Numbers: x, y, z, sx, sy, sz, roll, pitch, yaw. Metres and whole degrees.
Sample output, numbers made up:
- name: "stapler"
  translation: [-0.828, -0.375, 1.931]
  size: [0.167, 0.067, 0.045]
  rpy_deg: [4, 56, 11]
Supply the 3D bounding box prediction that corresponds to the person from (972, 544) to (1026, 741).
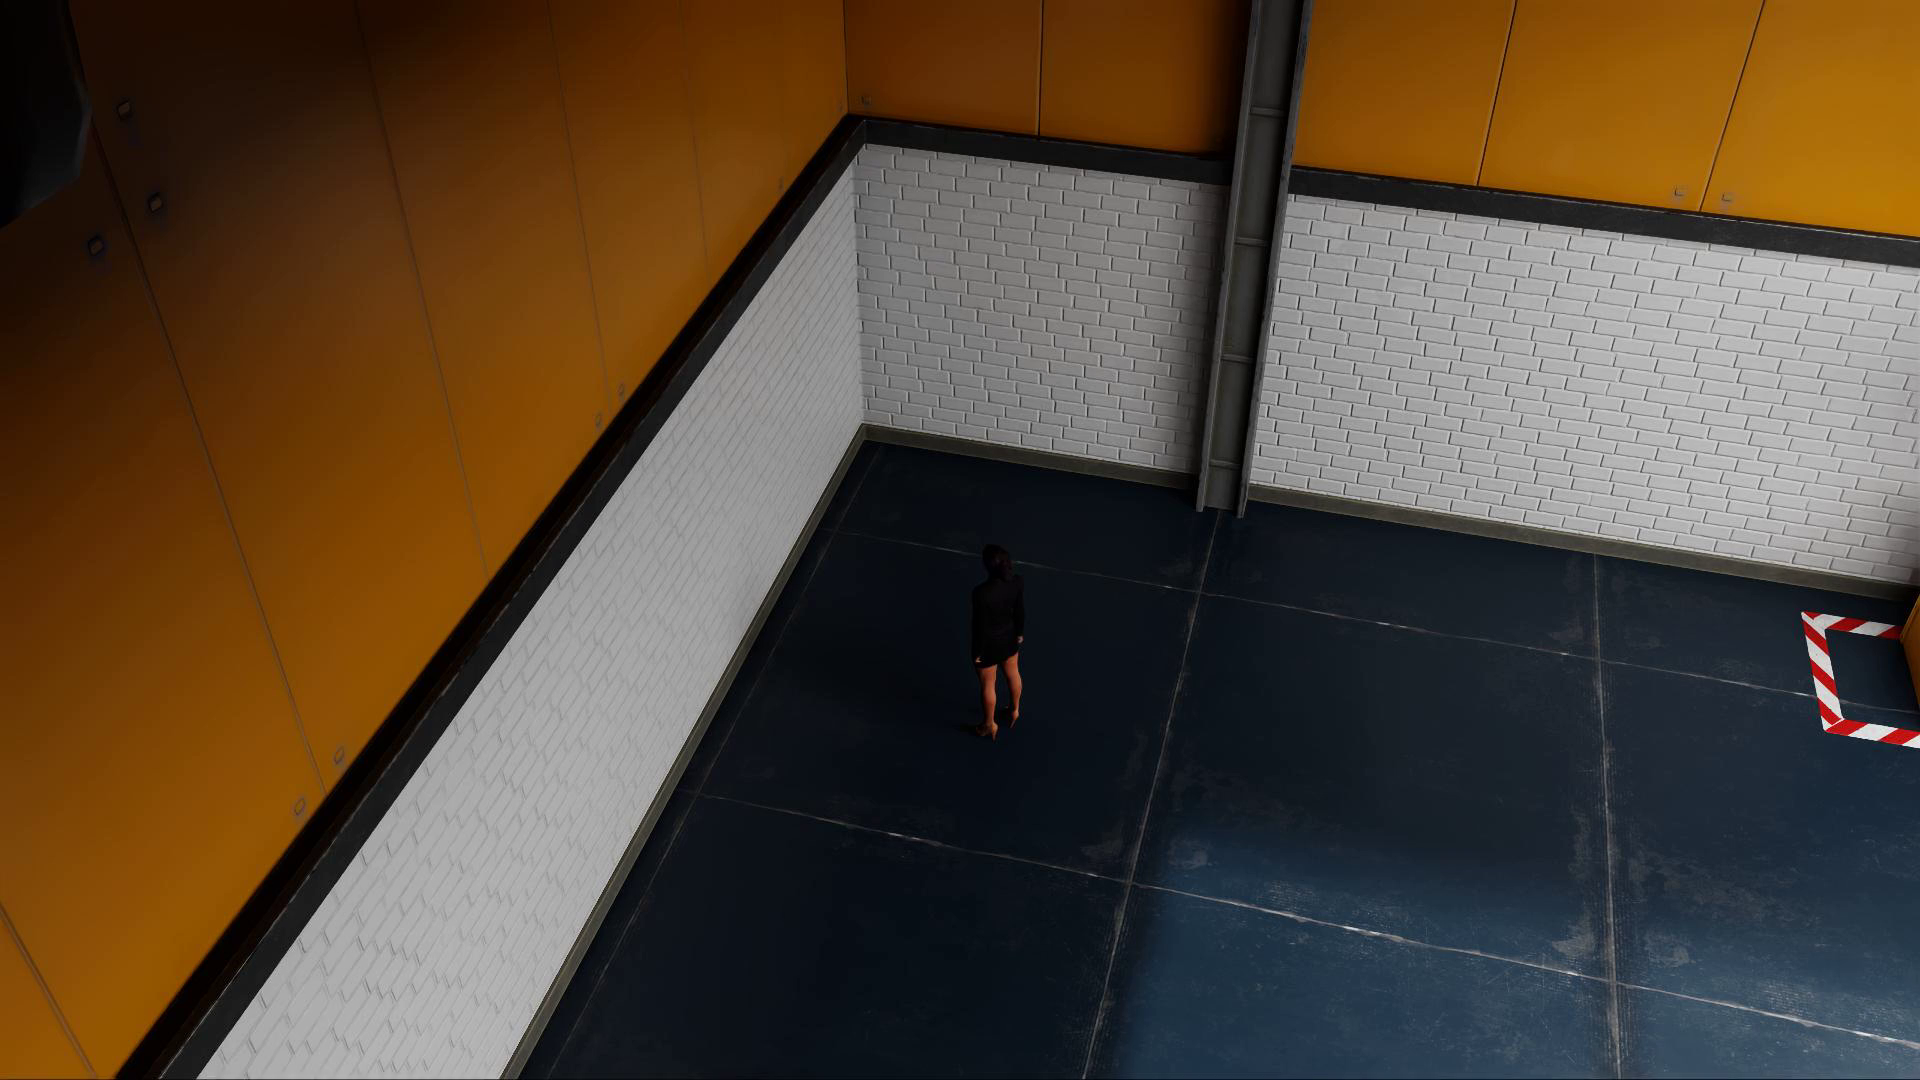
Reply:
- name: "person"
  translation: [0.249, 0.698, 11.348]
  size: [0.699, 1.640, 0.757]
  rpy_deg: [-23, 44, -26]
